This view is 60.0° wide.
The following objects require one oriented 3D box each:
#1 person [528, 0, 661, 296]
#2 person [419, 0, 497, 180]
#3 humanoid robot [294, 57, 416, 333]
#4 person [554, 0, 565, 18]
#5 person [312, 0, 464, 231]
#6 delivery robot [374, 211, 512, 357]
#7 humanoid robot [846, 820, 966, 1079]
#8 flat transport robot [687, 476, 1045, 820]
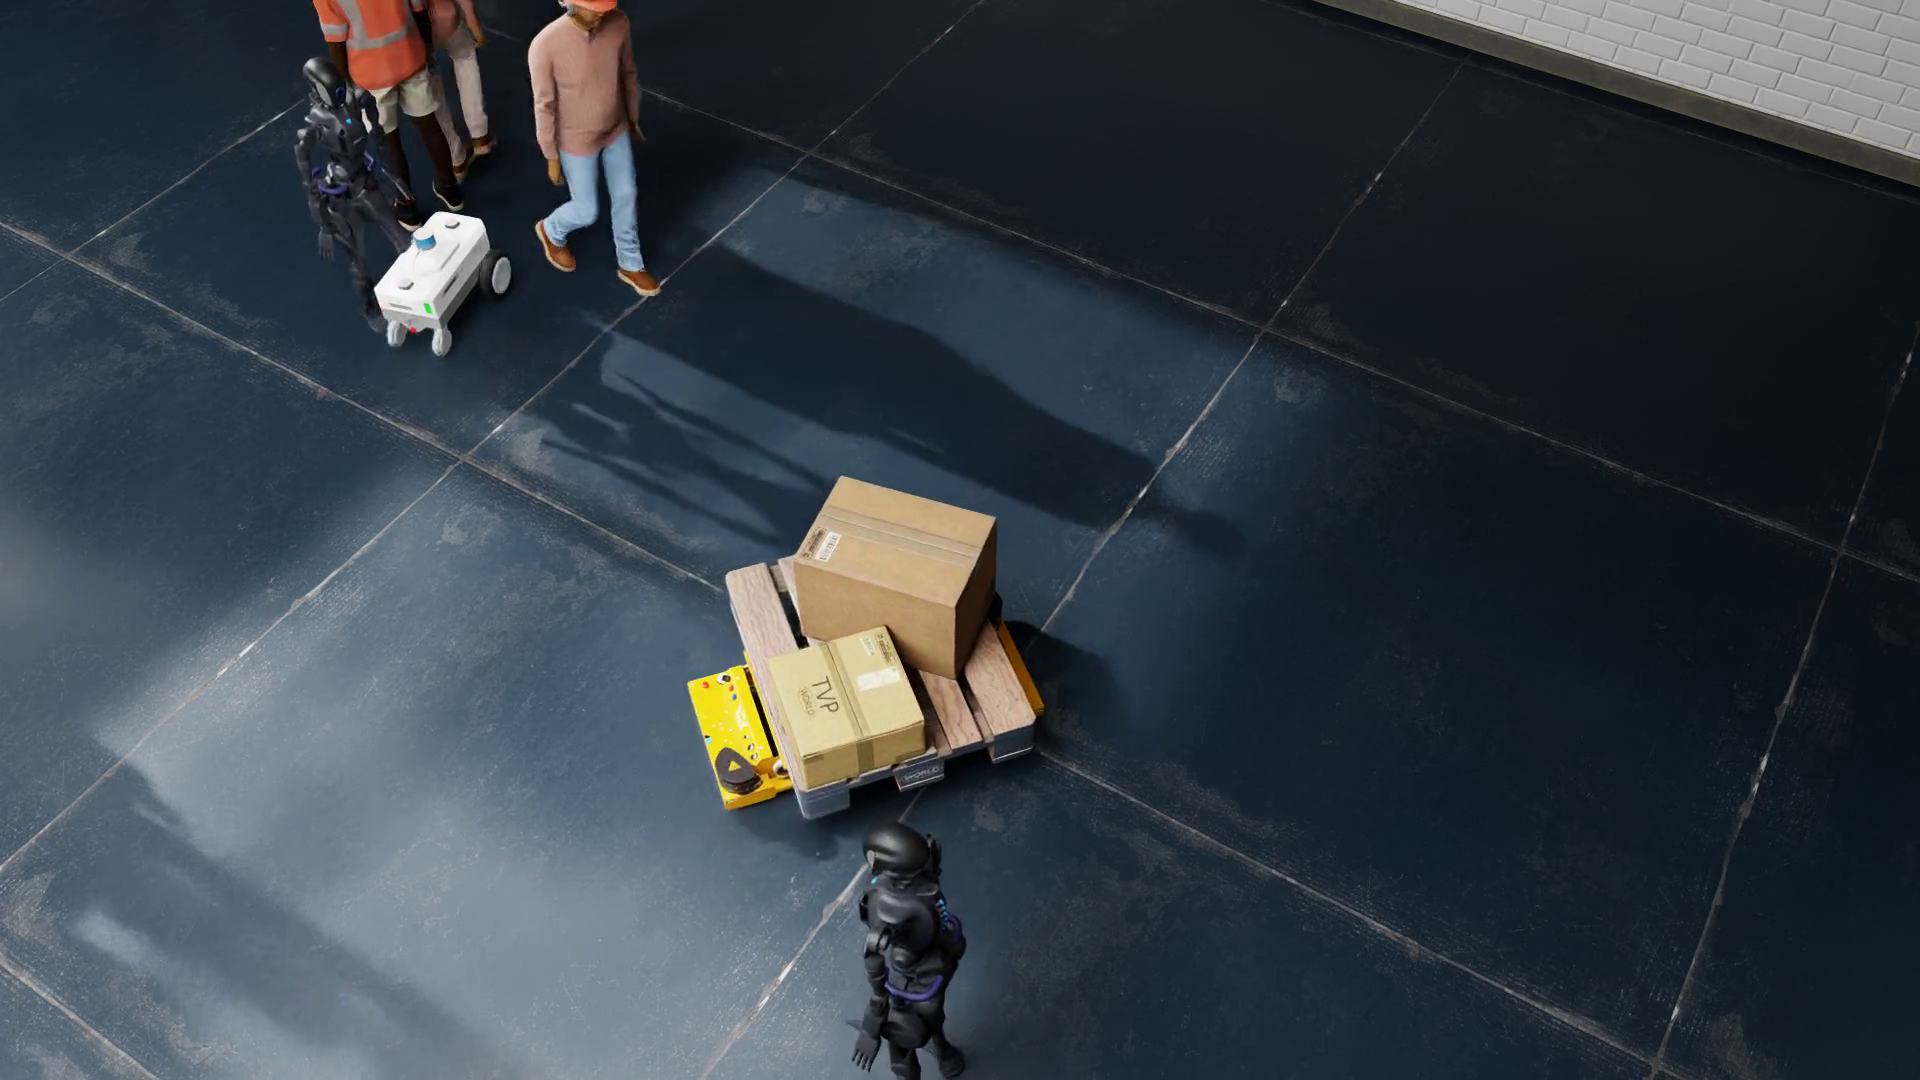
[{"bbox_3d":[-1.920,-2.123,8.552,0.671,1.971,0.649,35,58,27],"label":"person"},{"bbox_3d":[-2.982,-2.941,9.268,0.652,1.953,0.564,-5,49,-4],"label":"person"},{"bbox_3d":[-3.062,-1.738,8.403,0.415,1.636,0.608,23,53,19],"label":"humanoid robot"},{"bbox_3d":[-2.420,-3.677,10.039,0.429,1.758,0.747,19,52,16],"label":"person"},{"bbox_3d":[-3.082,-2.571,8.948,0.606,1.955,0.387,-37,58,-28],"label":"person"},{"bbox_3d":[-2.776,-1.412,8.873,0.499,0.614,0.796,12,50,10],"label":"delivery robot"},{"bbox_3d":[-0.173,1.464,5.600,0.322,1.646,0.590,15,50,13],"label":"humanoid robot"},{"bbox_3d":[-0.413,0.665,7.234,1.431,0.231,0.659,-15,51,-13],"label":"flat transport robot"}]
